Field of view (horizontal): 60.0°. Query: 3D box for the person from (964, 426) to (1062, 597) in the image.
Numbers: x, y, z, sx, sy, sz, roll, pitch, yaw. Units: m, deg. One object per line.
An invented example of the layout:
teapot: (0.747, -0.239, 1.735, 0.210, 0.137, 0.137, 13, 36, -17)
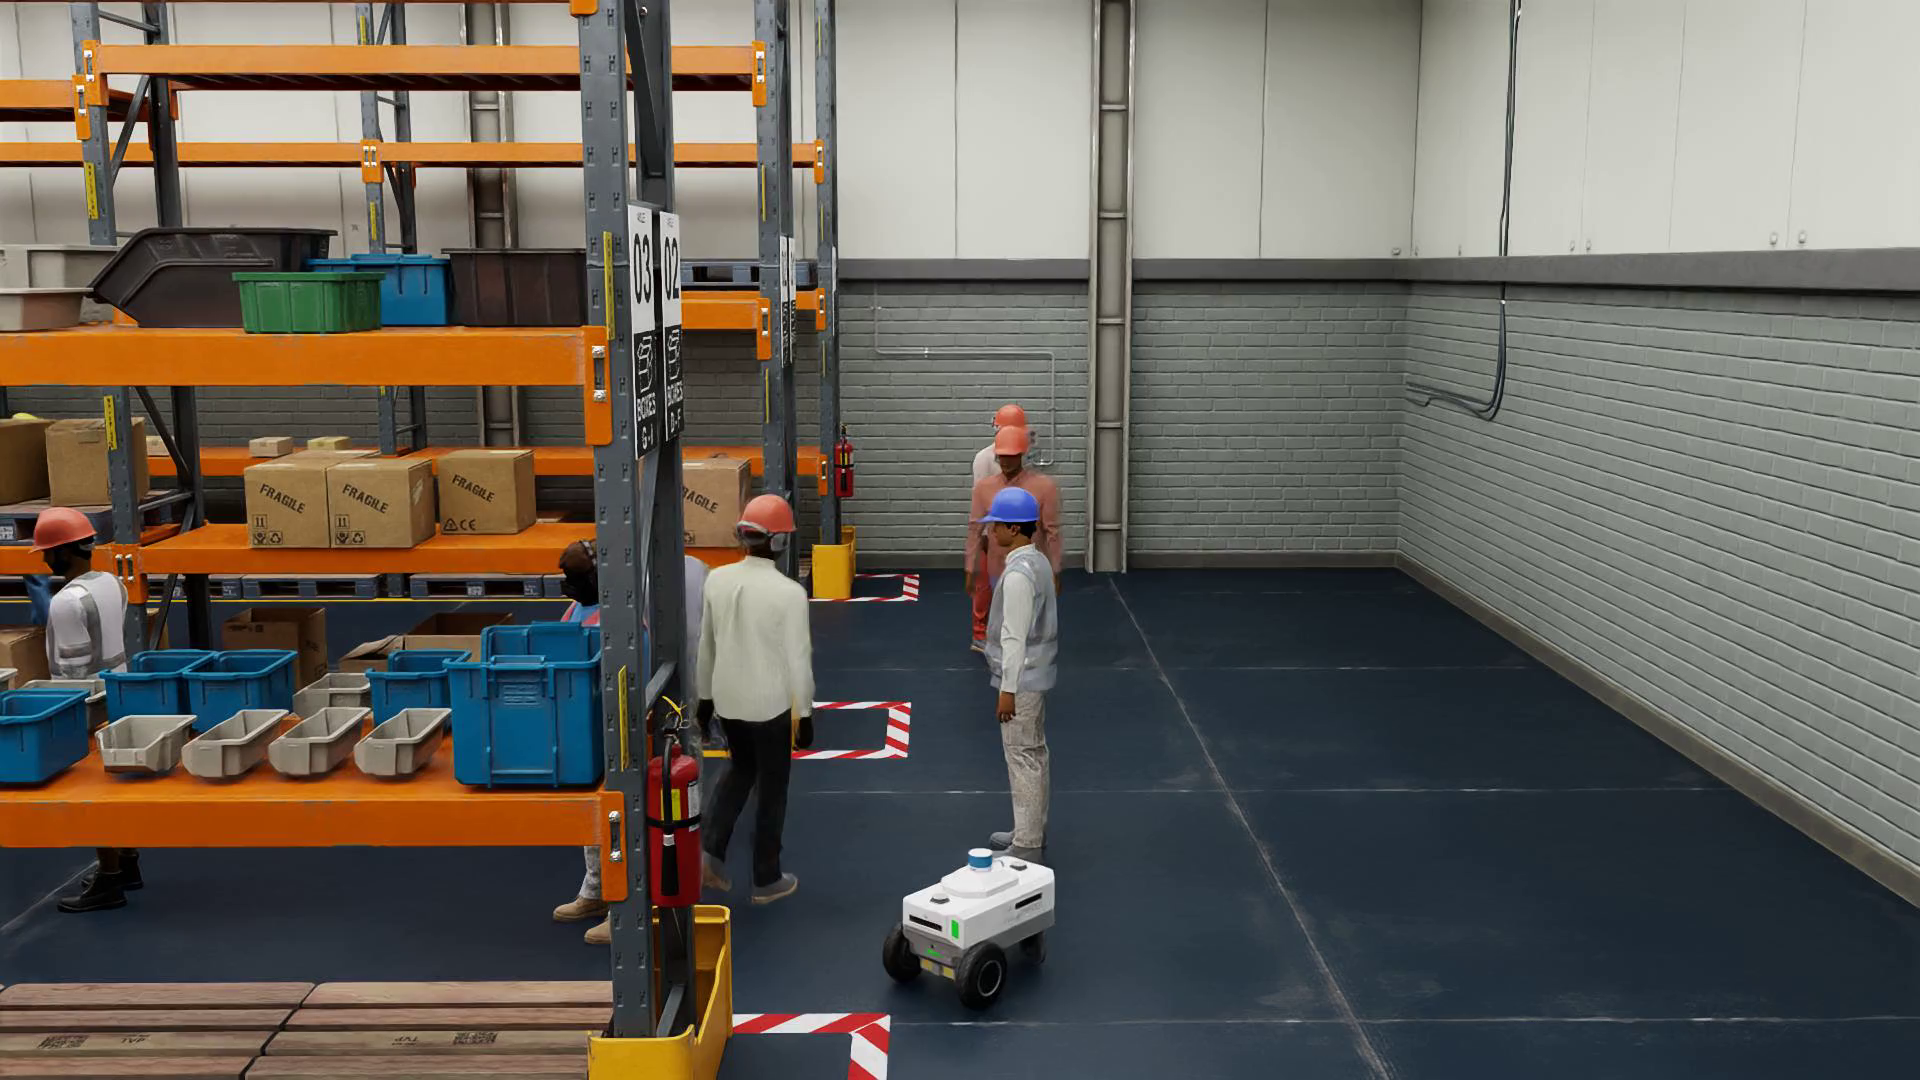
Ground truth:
person: (0.315, 0.218, 11.297, 0.659, 1.964, 0.834, 4, 10, 22)

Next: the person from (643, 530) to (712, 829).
person: (-1.575, 0.690, 8.869, 0.403, 1.827, 0.596, 8, 12, 40)

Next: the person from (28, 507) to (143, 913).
person: (-4.145, 0.797, 7.882, 0.367, 1.930, 0.542, -1, 9, -5)

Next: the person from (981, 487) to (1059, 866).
person: (0.304, 0.695, 8.492, 0.404, 1.942, 0.613, 2, 9, 11)

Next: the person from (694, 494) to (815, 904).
person: (-0.978, 0.770, 7.918, 0.669, 1.973, 0.549, 6, 11, 32)

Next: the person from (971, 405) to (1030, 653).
person: (0.351, -0.084, 13.156, 0.434, 1.977, 0.600, 8, 12, 41)

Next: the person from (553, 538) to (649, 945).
person: (-1.644, 0.898, 7.550, 0.429, 1.838, 0.621, -7, 11, -35)

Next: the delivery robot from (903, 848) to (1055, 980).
delivery robot: (0.089, 1.562, 7.103, 0.477, 0.478, 0.707, 8, 12, 41)
